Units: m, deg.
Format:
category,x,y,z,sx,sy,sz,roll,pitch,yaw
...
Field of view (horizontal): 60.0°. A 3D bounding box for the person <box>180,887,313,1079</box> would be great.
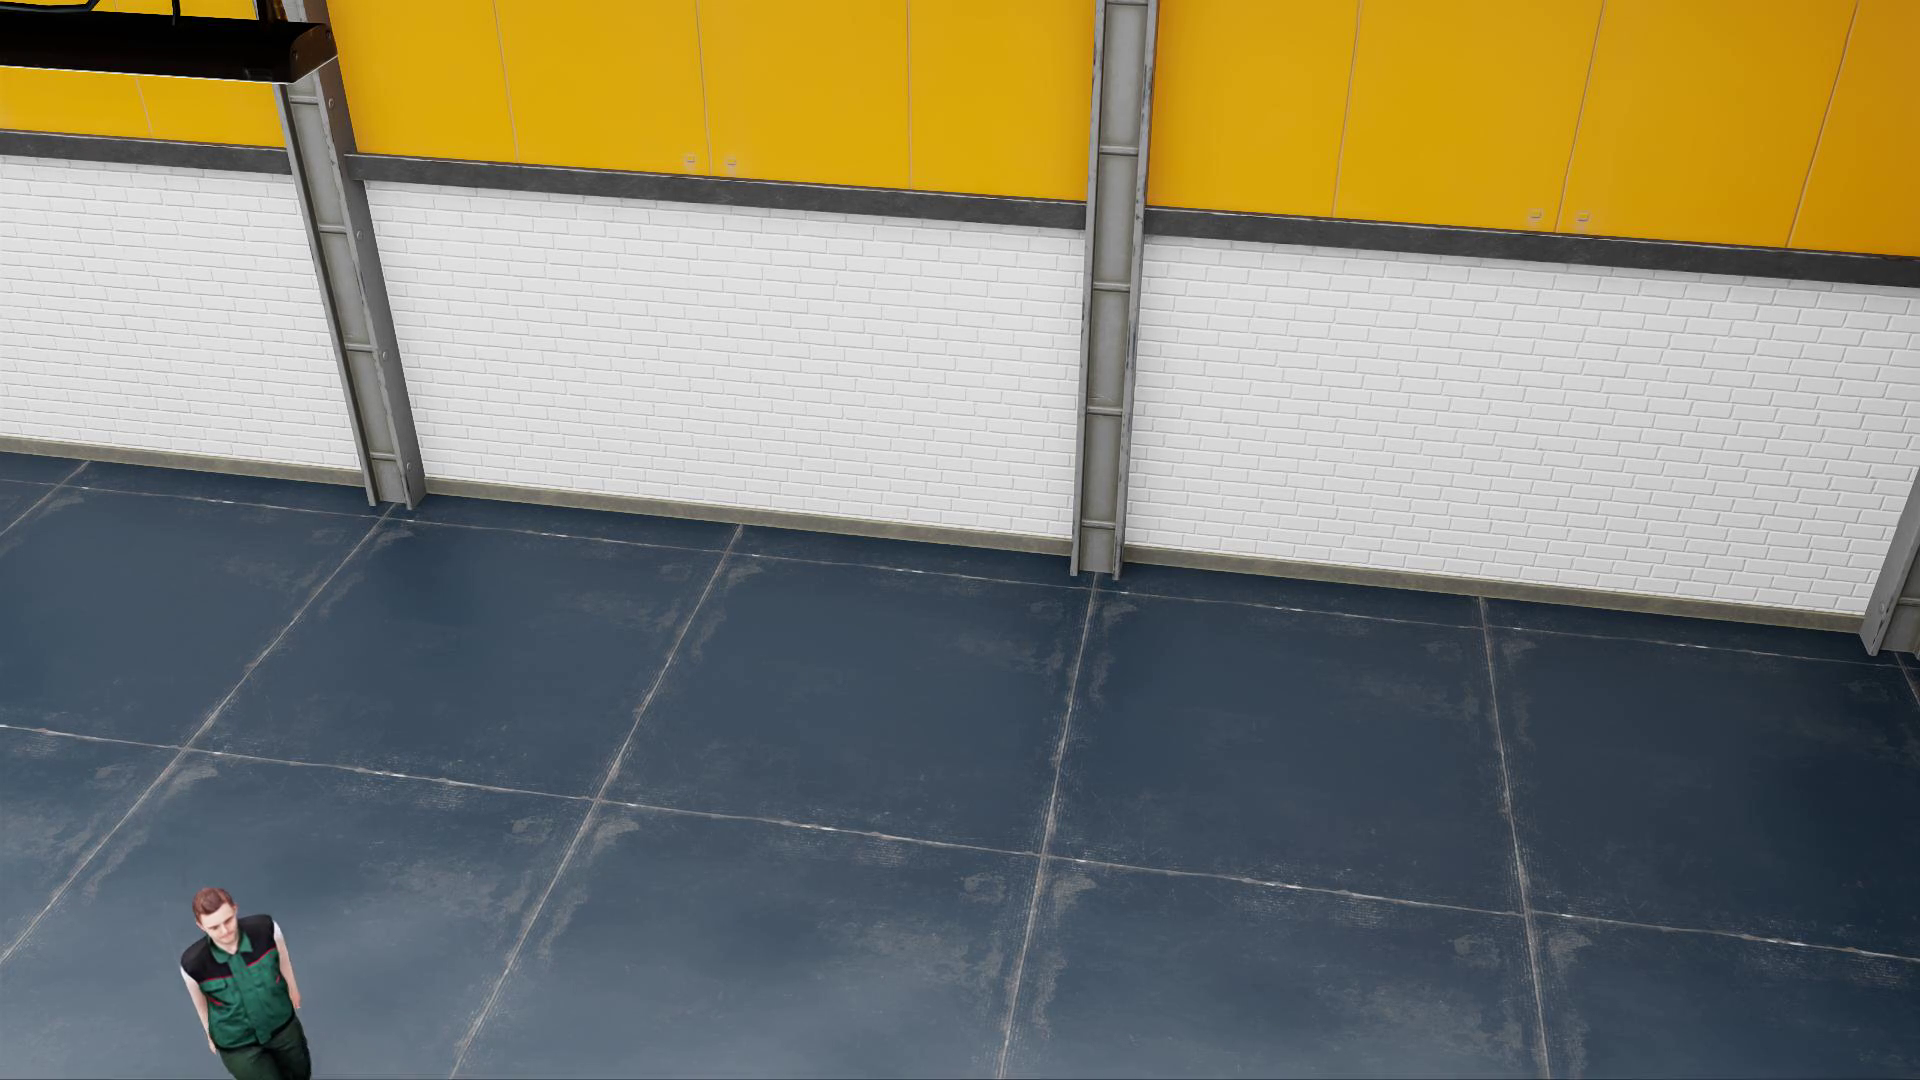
category,x,y,z,sx,sy,sz,roll,pitch,yaw
person,-3.590,2.406,8.430,0.986,1.826,1.072,-24,40,-31
